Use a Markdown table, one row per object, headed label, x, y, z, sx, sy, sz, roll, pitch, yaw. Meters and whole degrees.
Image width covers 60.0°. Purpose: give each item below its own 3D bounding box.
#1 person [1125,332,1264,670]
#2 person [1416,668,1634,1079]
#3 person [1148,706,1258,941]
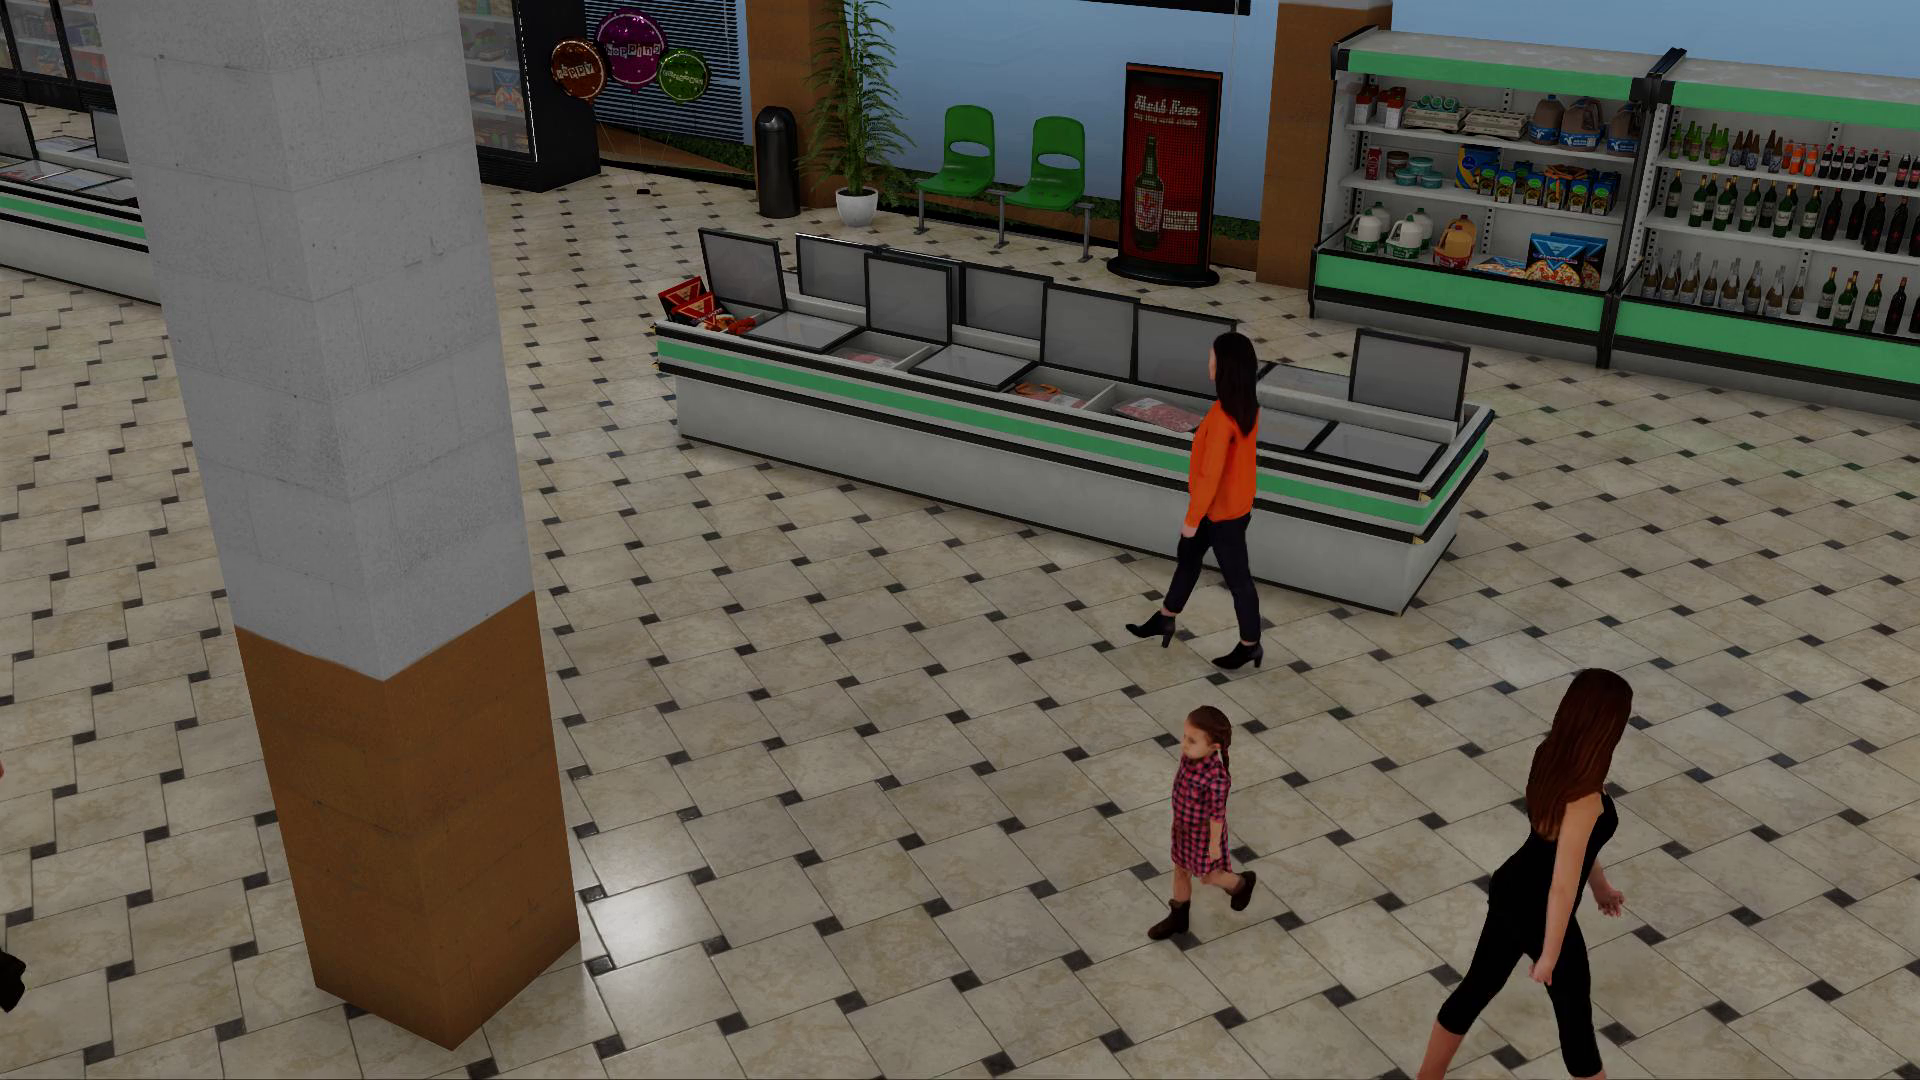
| label | x | y | z | sx | sy | sz | roll | pitch | yaw |
| --- | --- | --- | --- | --- | --- | --- | --- | --- | --- |
| person | 1.349 | -0.127 | 7.908 | 0.993 | 1.722 | 0.745 | 8 | 28 | 16 |
| person | 1.754 | 1.201 | 5.345 | 1.156 | 1.672 | 0.961 | 2 | 27 | 3 |
| person | 0.951 | 1.075 | 6.323 | 0.690 | 1.013 | 0.676 | -12 | 29 | -22 |
